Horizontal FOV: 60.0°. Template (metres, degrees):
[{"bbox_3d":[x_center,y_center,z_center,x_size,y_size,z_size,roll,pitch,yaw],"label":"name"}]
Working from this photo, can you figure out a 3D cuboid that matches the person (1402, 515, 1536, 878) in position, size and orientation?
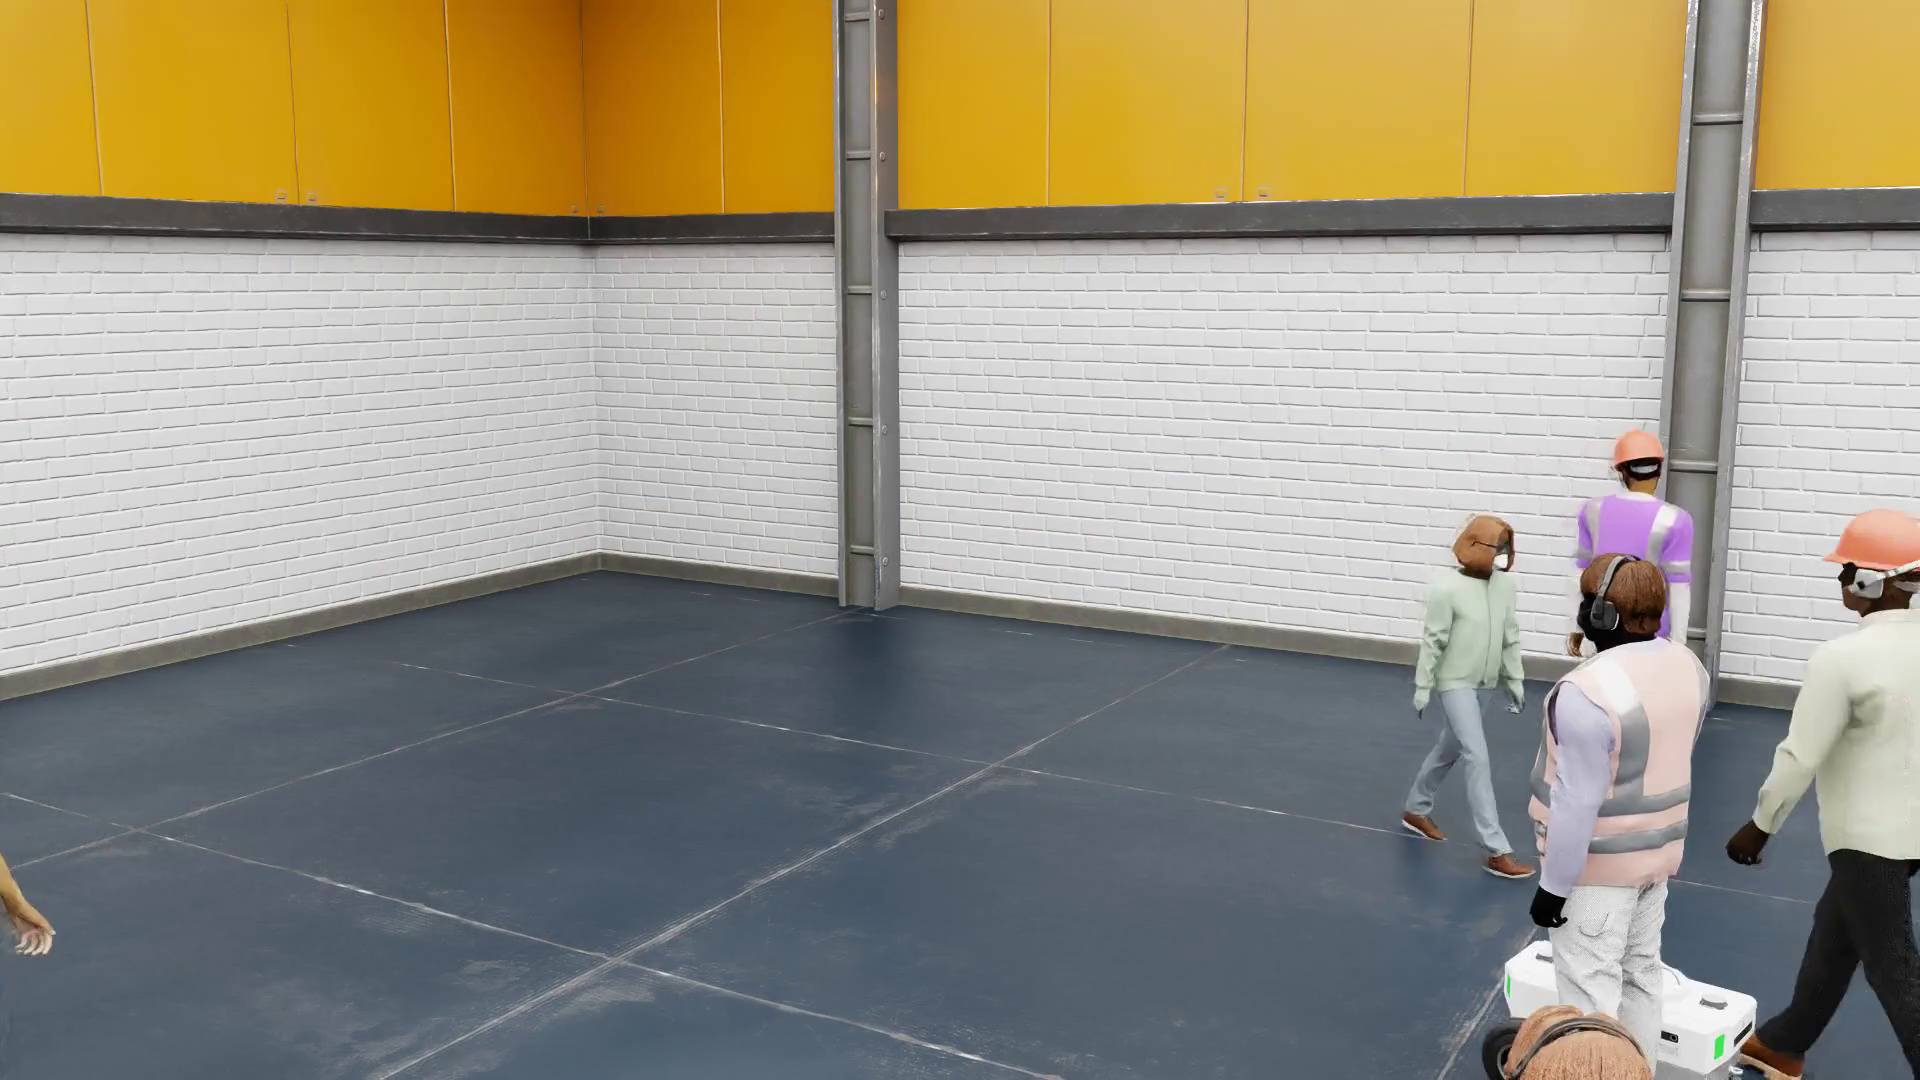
[{"bbox_3d":[2.316,0.664,7.501,0.509,1.574,0.874,-6,11,-32],"label":"person"}]

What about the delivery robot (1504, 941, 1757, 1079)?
[{"bbox_3d":[2.111,1.488,5.263,0.707,0.478,0.477,8,12,41],"label":"delivery robot"}]

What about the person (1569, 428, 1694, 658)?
[{"bbox_3d":[3.178,0.428,7.967,0.570,1.907,0.592,-9,12,-43],"label":"person"}]

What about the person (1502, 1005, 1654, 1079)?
[{"bbox_3d":[0.837,1.474,2.316,0.528,1.622,0.468,1,9,3],"label":"person"}]

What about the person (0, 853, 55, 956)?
[{"bbox_3d":[-2.814,1.058,4.424,1.018,1.788,0.521,0,9,1],"label":"person"}]

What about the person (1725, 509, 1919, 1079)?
[{"bbox_3d":[2.774,0.883,5.036,0.615,1.950,1.013,-5,10,-30],"label":"person"}]

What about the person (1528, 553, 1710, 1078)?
[{"bbox_3d":[1.902,0.948,4.925,0.627,1.844,0.429,-7,12,-38],"label":"person"}]
